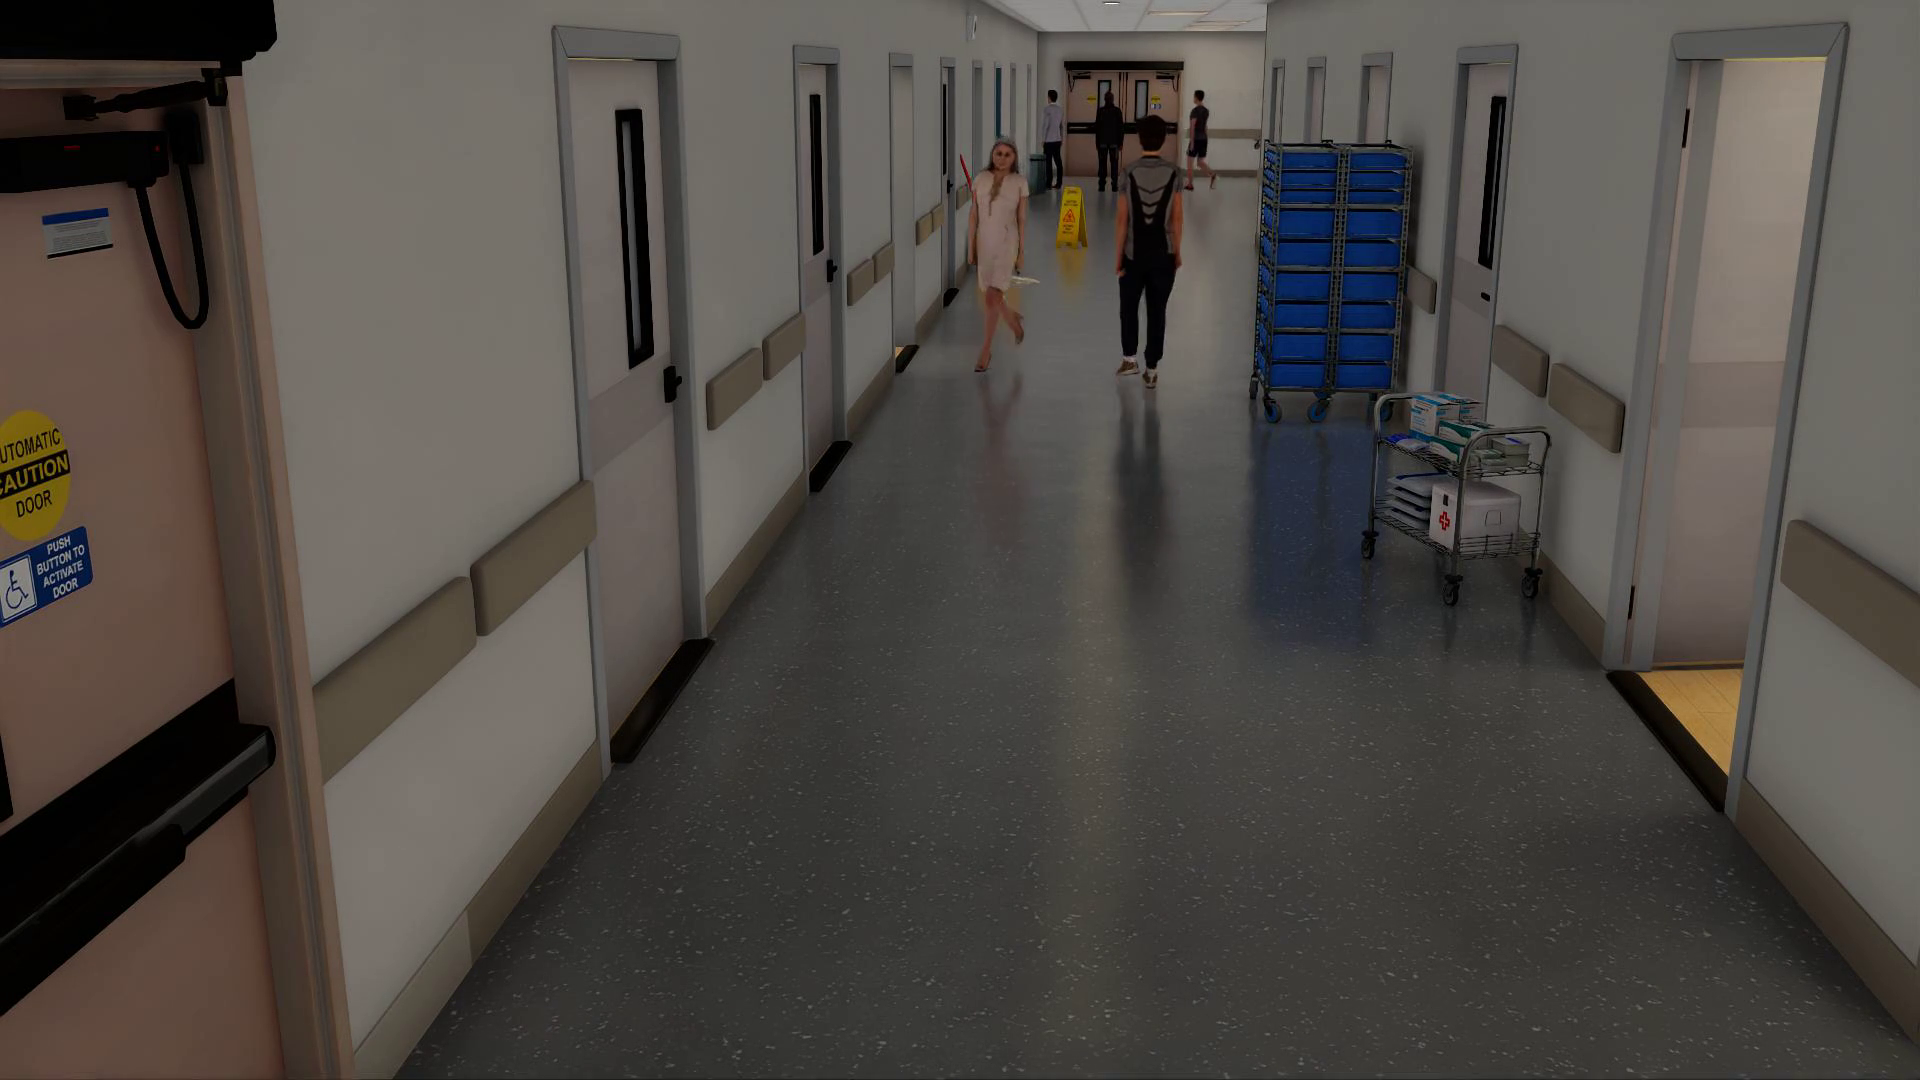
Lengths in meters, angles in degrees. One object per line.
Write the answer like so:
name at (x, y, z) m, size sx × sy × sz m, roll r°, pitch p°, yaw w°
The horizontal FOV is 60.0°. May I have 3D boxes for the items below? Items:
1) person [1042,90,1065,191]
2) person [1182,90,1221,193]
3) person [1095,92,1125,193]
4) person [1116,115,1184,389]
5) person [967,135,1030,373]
person at (1.765, -7.629, 31.692) m, size 0.731 × 1.846 × 0.803 m, roll -14°, pitch 21°, yaw -40°
person at (4.465, -7.329, 30.659) m, size 1.101 × 1.830 × 1.072 m, roll 15°, pitch 22°, yaw 43°
person at (2.788, -7.474, 31.183) m, size 0.730 × 1.823 × 0.634 m, roll 3°, pitch 16°, yaw 12°
person at (1.342, -1.998, 11.651) m, size 0.643 × 1.882 × 0.627 m, roll 1°, pitch 16°, yaw 2°
person at (0.300, -2.133, 12.457) m, size 0.823 × 1.704 × 1.149 m, roll 7°, pitch 17°, yaw 22°
